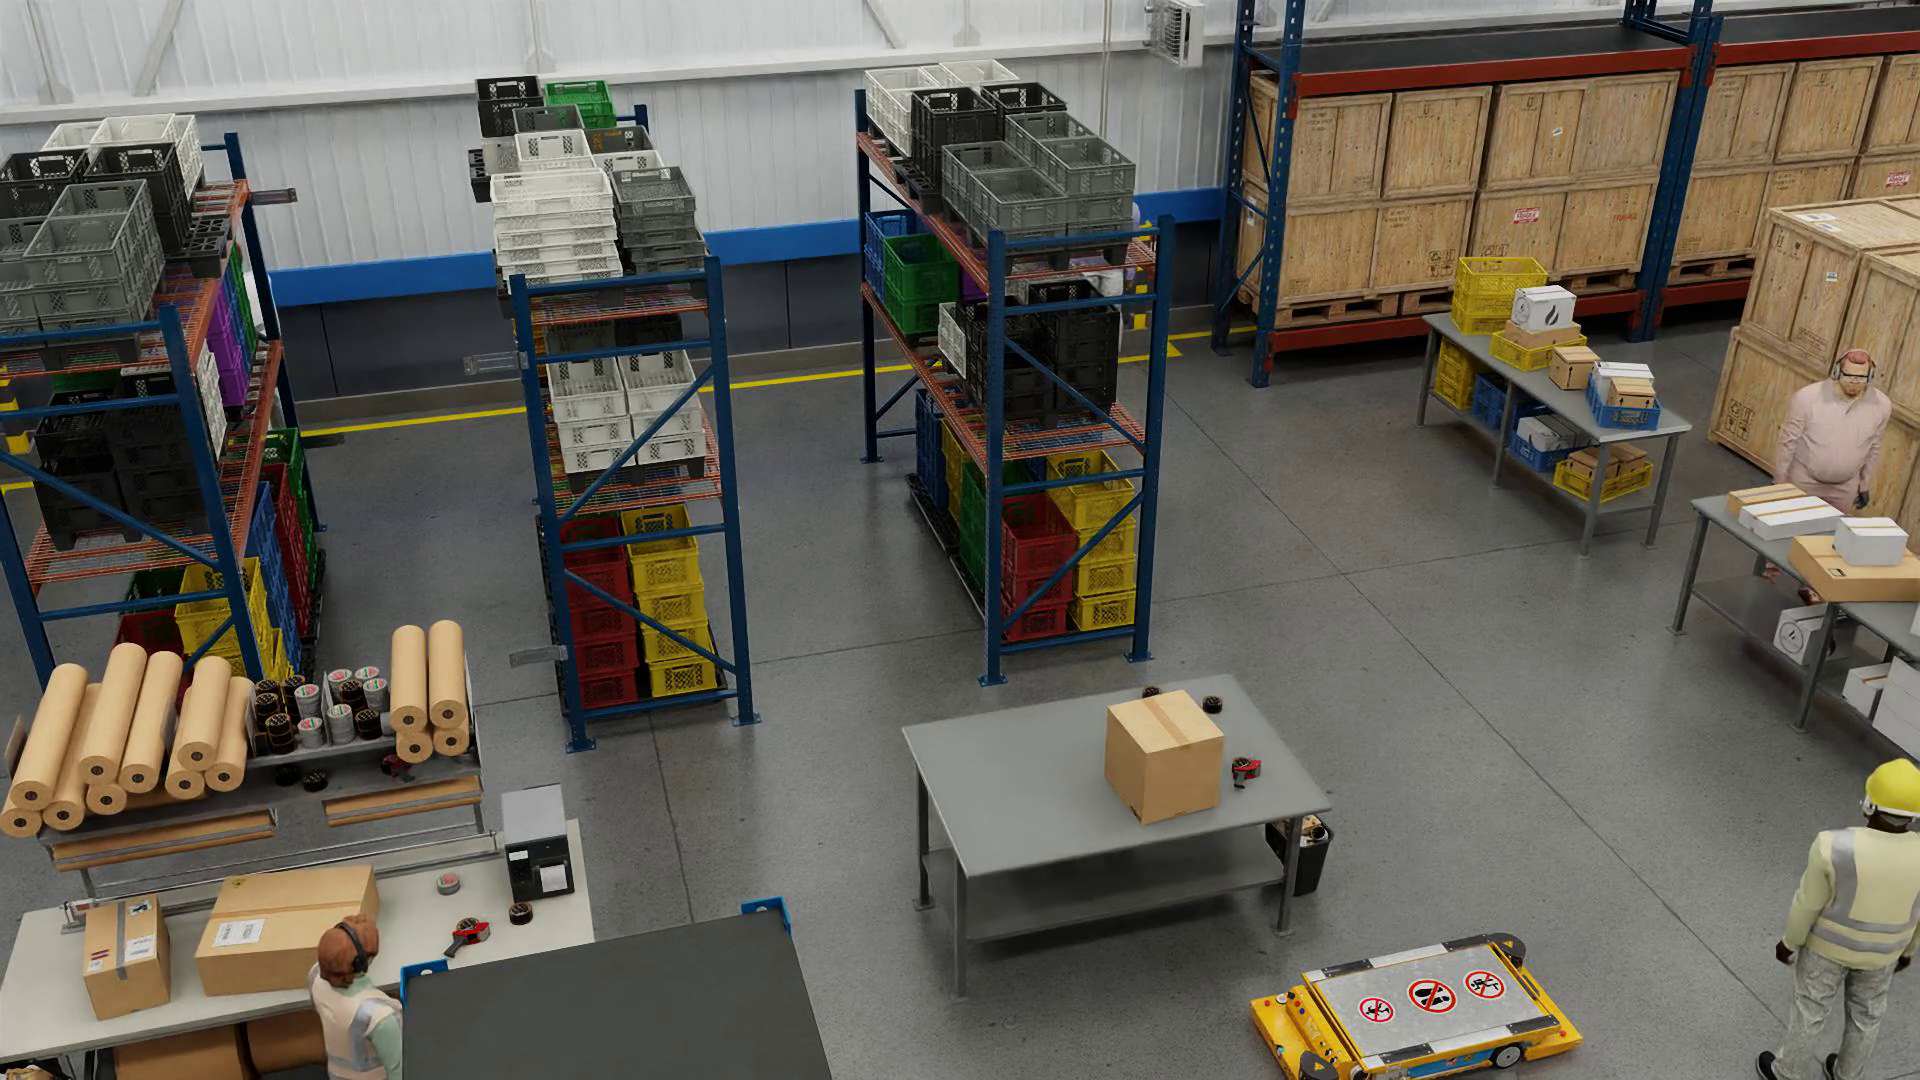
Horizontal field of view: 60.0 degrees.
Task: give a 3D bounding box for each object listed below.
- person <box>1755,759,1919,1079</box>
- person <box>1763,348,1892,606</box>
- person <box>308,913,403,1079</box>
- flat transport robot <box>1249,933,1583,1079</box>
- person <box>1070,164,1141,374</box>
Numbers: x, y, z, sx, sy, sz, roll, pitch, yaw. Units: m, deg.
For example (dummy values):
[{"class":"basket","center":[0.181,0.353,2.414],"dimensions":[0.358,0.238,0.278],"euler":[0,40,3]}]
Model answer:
[{"class":"person","center":[3.930,1.747,7.343],"dimensions":[0.591,1.834,0.404],"euler":[4,29,7]},{"class":"person","center":[5.790,-0.391,11.158],"dimensions":[0.650,1.906,0.401],"euler":[5,29,9]},{"class":"person","center":[-2.366,2.200,6.725],"dimensions":[0.513,1.632,0.312],"euler":[21,35,33]},{"class":"flat transport robot","center":[2.184,2.282,7.980],"dimensions":[1.431,0.197,0.652],"euler":[-8,30,-14]},{"class":"person","center":[1.274,-2.411,14.816],"dimensions":[0.629,1.932,0.363],"euler":[10,30,17]}]
